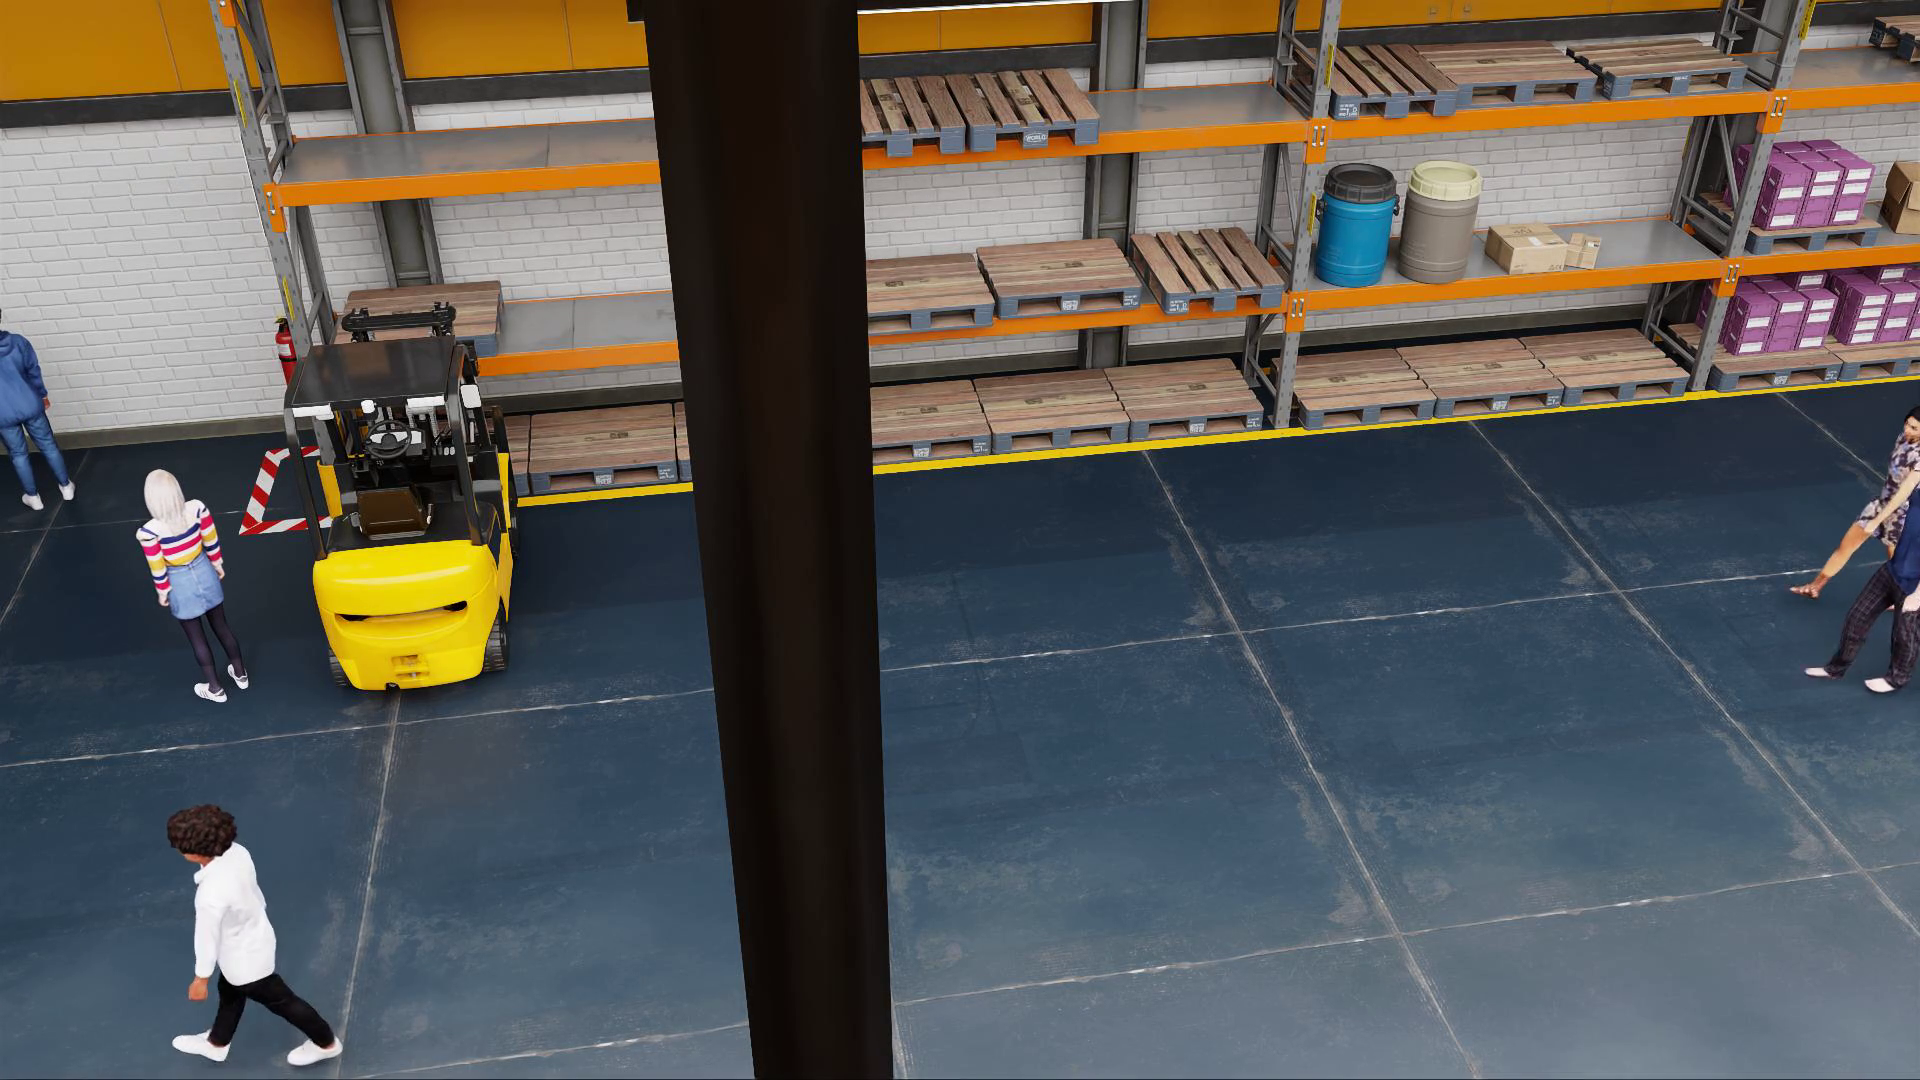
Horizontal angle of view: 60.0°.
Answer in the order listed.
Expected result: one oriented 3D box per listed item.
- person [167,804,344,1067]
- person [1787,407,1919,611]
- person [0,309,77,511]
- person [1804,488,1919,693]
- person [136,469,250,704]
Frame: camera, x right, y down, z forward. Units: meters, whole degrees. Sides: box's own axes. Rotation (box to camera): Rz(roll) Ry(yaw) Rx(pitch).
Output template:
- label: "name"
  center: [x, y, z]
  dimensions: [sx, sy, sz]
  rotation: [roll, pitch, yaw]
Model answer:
- label: "person"
  center: [-3.571, 2.085, 8.490]
  dimensions: [1.077, 1.762, 0.660]
  rotation: [-5, 34, -7]
- label: "person"
  center: [6.787, -0.160, 11.944]
  dimensions: [1.154, 1.677, 0.680]
  rotation: [0, 34, 0]
- label: "person"
  center: [-7.518, -1.084, 13.219]
  dimensions: [0.681, 1.805, 0.817]
  rotation: [-24, 41, -32]
- label: "person"
  center: [6.456, 0.263, 11.152]
  dimensions: [0.900, 1.851, 0.702]
  rotation: [-4, 34, -6]
- label: "person"
  center: [-5.140, 0.296, 11.139]
  dimensions: [0.772, 1.809, 0.703]
  rotation: [23, 40, 30]
